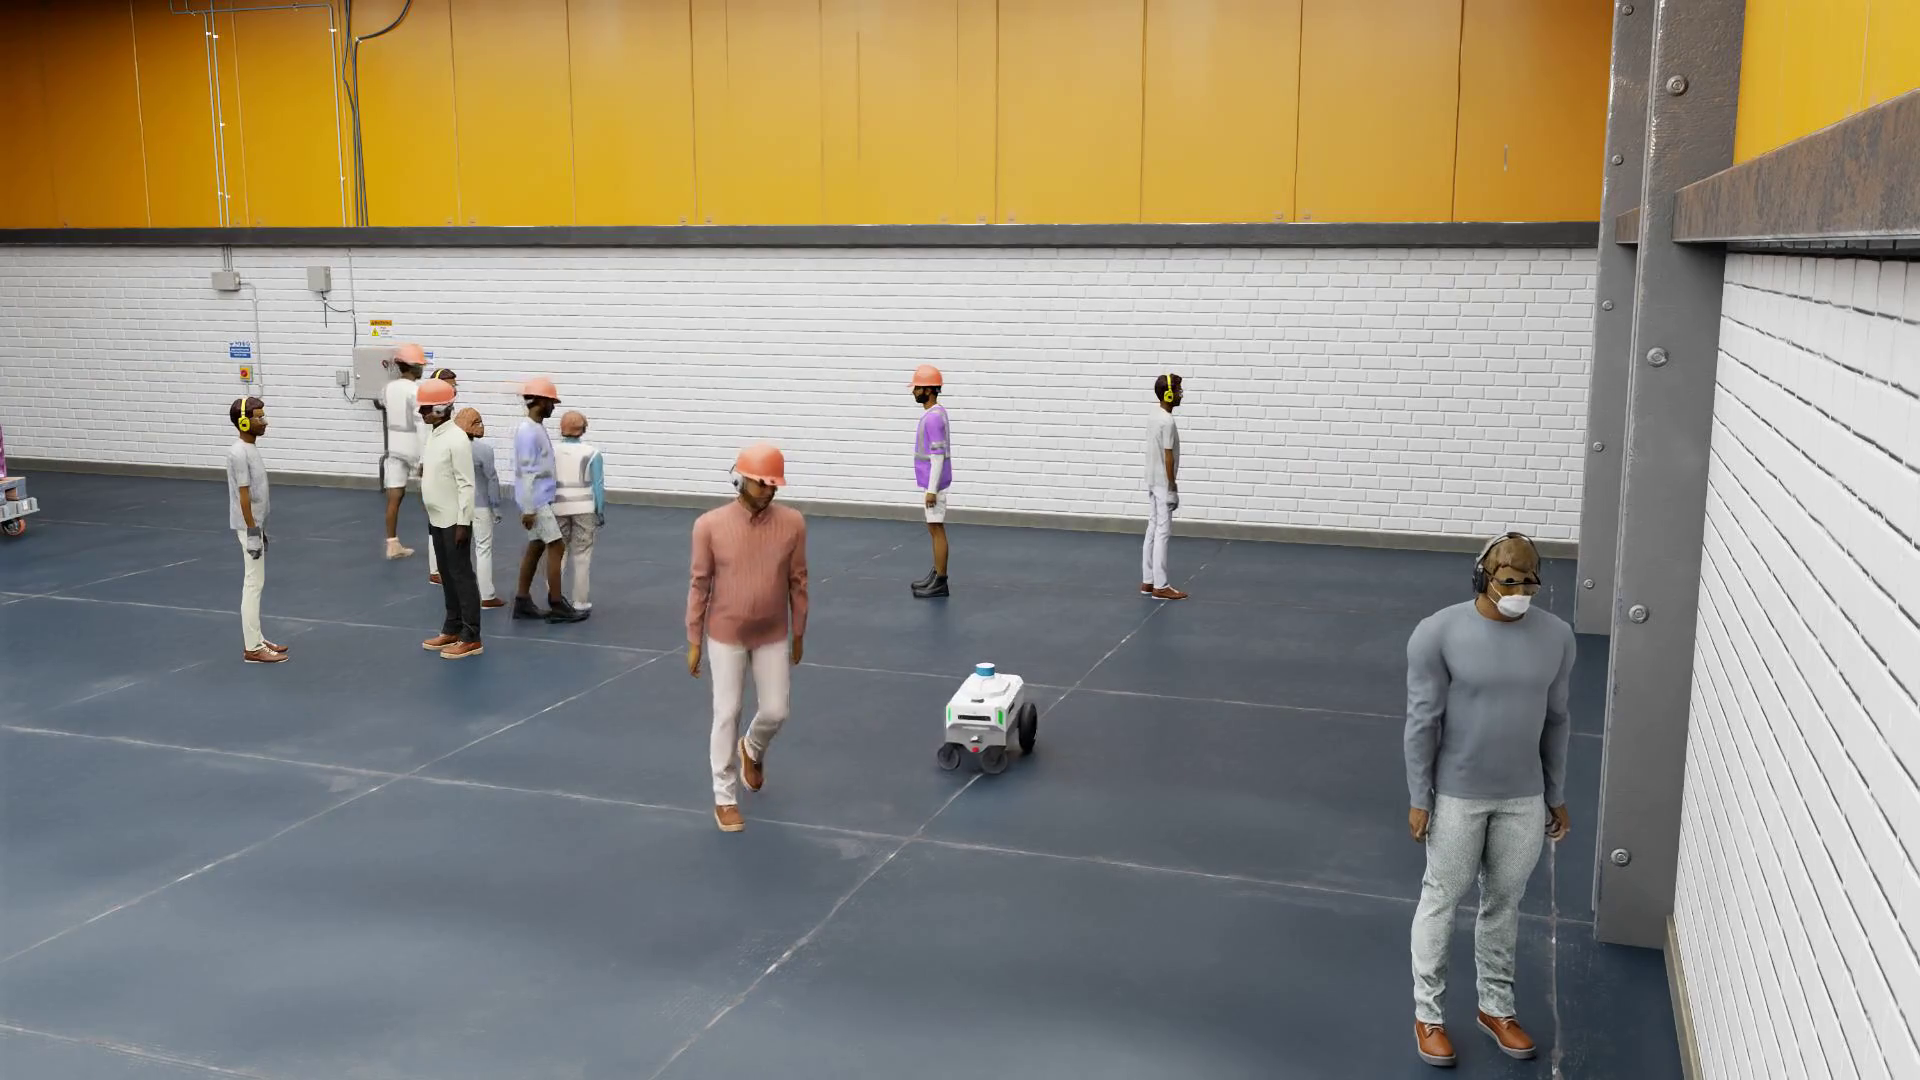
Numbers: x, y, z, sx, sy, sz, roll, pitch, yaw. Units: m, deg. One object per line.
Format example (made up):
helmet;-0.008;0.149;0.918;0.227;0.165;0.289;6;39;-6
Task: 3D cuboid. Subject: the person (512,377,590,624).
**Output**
person;-3.231;-0.312;12.940;0.637;1.903;0.562;-2;10;-9

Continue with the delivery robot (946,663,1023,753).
delivery robot;0.145;0.943;9.431;0.477;0.478;0.707;2;10;11

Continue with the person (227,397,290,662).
person;-4.955;-0.072;11.710;0.329;1.872;0.507;-4;11;-20

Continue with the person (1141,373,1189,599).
person;1.698;-0.446;13.825;0.336;1.868;0.521;-2;10;-11

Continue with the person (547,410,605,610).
person;-3.079;-0.215;13.176;0.547;1.623;0.443;1;10;6

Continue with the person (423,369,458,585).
person;-4.452;-0.547;14.400;0.311;1.864;0.530;1;10;5

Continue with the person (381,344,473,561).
person;-5.091;-0.846;15.676;0.629;1.995;0.977;6;11;29

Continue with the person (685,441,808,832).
person;-1.087;0.458;8.441;0.644;1.965;0.619;-4;11;-20

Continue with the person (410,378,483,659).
person;-3.652;-0.156;11.835;0.390;1.990;0.623;-8;13;-37

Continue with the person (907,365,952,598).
person;-0.251;-0.487;13.848;0.374;1.939;0.545;0;10;0

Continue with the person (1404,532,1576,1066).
person;1.892;0.916;5.963;0.627;1.935;0.371;-2;10;-9

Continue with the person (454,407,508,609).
person;-3.921;-0.253;13.392;0.499;1.633;0.286;3;11;17
